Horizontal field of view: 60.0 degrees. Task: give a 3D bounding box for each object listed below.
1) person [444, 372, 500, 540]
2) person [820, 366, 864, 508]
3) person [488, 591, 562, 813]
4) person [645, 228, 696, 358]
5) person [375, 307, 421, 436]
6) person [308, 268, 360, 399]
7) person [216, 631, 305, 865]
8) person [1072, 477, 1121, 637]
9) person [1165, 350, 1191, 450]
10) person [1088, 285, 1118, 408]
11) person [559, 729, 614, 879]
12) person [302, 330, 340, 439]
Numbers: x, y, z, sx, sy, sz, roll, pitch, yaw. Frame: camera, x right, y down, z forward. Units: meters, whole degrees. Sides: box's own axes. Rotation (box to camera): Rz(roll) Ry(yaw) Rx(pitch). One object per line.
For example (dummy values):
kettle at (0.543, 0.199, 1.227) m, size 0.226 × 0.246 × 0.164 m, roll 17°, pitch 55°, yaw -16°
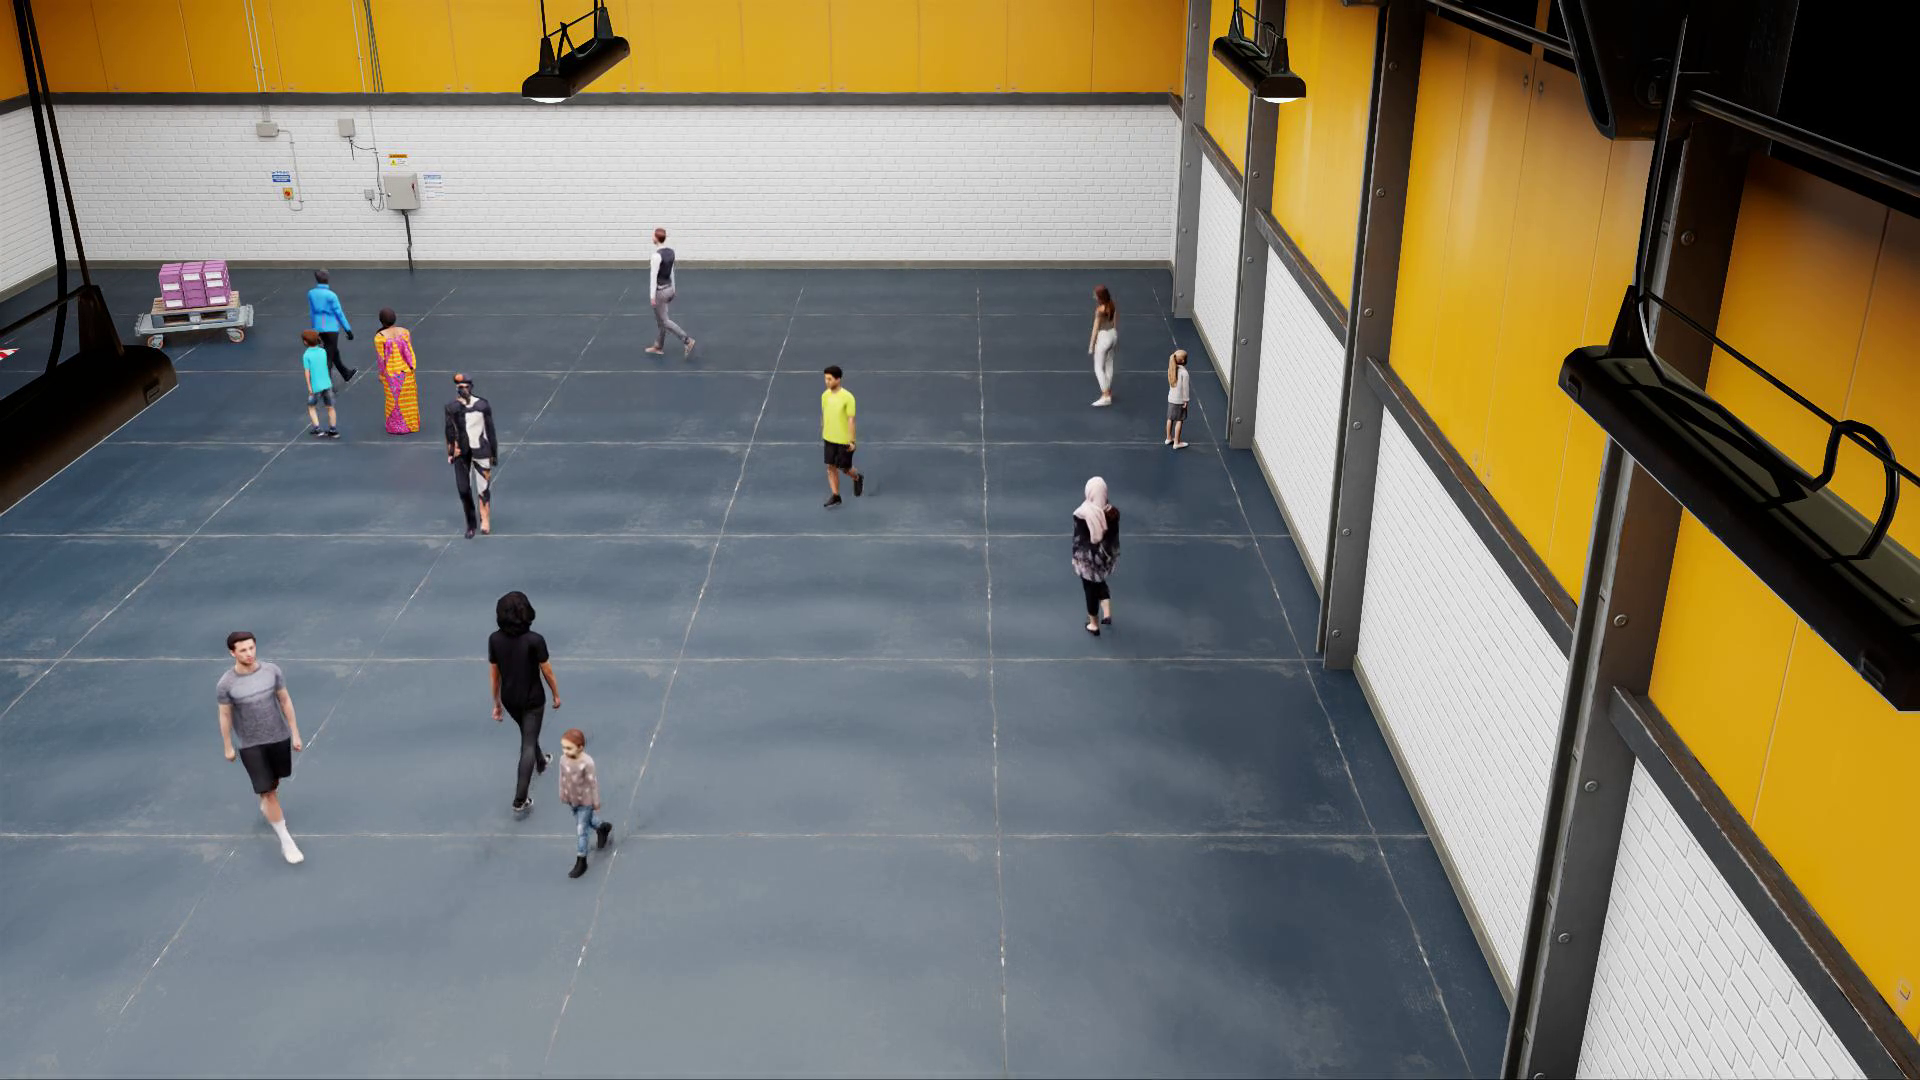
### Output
person at (-5.418, -0.985, 18.511) m, size 0.774 × 1.881 × 0.779 m, roll -4°, pitch 24°, yaw -10°
person at (-1.366, -1.215, 19.274) m, size 0.844 × 1.692 × 0.938 m, roll 13°, pitch 27°, yaw 28°
person at (-3.537, 1.320, 13.350) m, size 0.761 × 1.791 × 1.188 m, roll 3°, pitch 24°, yaw 7°
person at (-4.306, -3.615, 24.492) m, size 0.989 × 1.910 × 1.156 m, roll 9°, pitch 25°, yaw 19°
person at (-7.343, -2.233, 21.609) m, size 0.839 × 1.686 × 0.779 m, roll 21°, pitch 31°, yaw 40°
person at (-8.767, -2.817, 22.857) m, size 0.928 × 1.758 × 1.177 m, roll 11°, pitch 26°, yaw 23°
person at (-5.421, 1.510, 12.865) m, size 1.175 × 1.832 × 1.275 m, roll -19°, pitch 30°, yaw -37°
person at (1.354, 0.198, 16.126) m, size 0.735 × 1.623 × 0.777 m, roll -10°, pitch 26°, yaw -22°
person at (2.767, -1.808, 21.151) m, size 0.653 × 1.275 × 0.579 m, roll -14°, pitch 27°, yaw -29°
person at (2.016, -2.684, 22.647) m, size 0.782 × 1.682 × 0.866 m, roll -16°, pitch 28°, yaw -32°
person at (-2.861, 1.944, 12.688) m, size 0.711 × 1.179 × 0.889 m, roll 11°, pitch 26°, yaw 24°
person at (-8.187, -1.993, 21.375) m, size 0.732 × 1.435 × 0.675 m, roll 18°, pitch 29°, yaw 35°
